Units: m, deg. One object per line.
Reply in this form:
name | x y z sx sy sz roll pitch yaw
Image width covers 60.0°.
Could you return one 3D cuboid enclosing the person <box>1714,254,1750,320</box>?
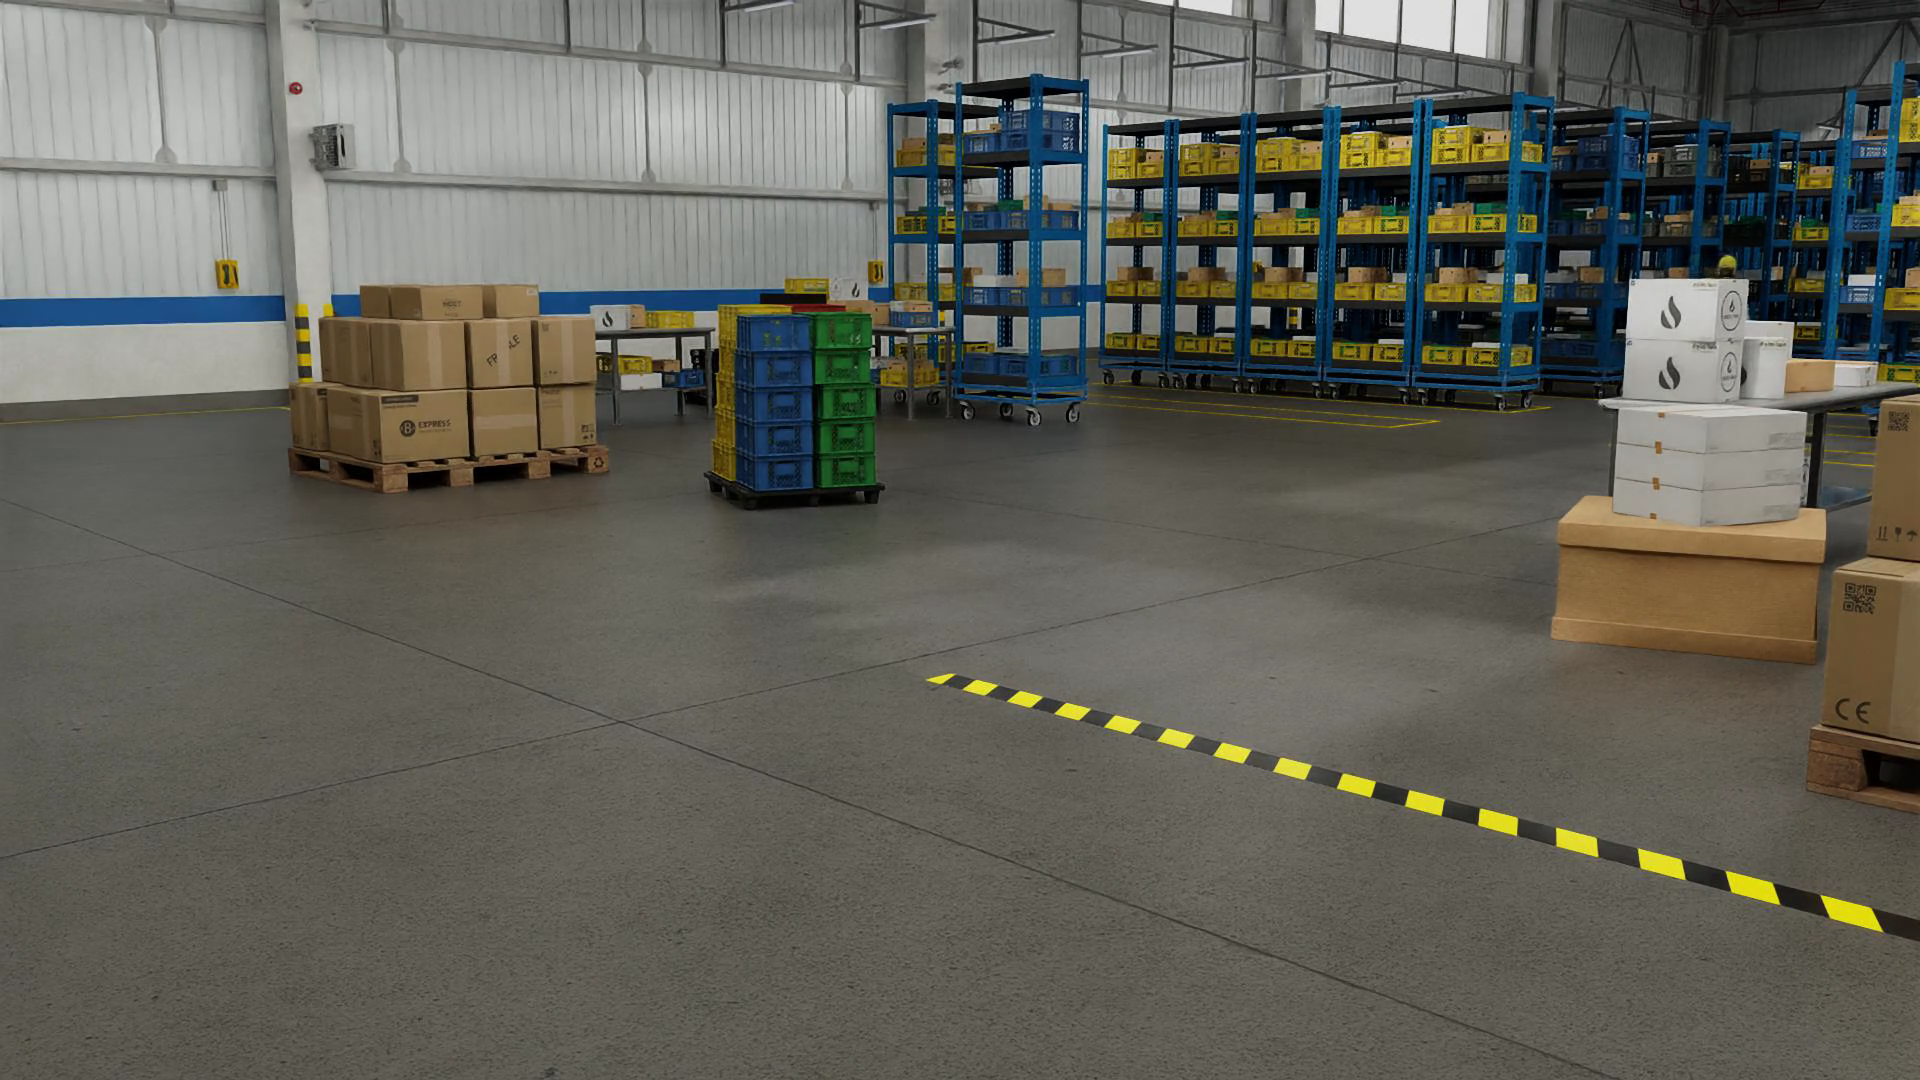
person | 9.291 -2.571 20.277 0.594 1.817 0.448 7 12 35
